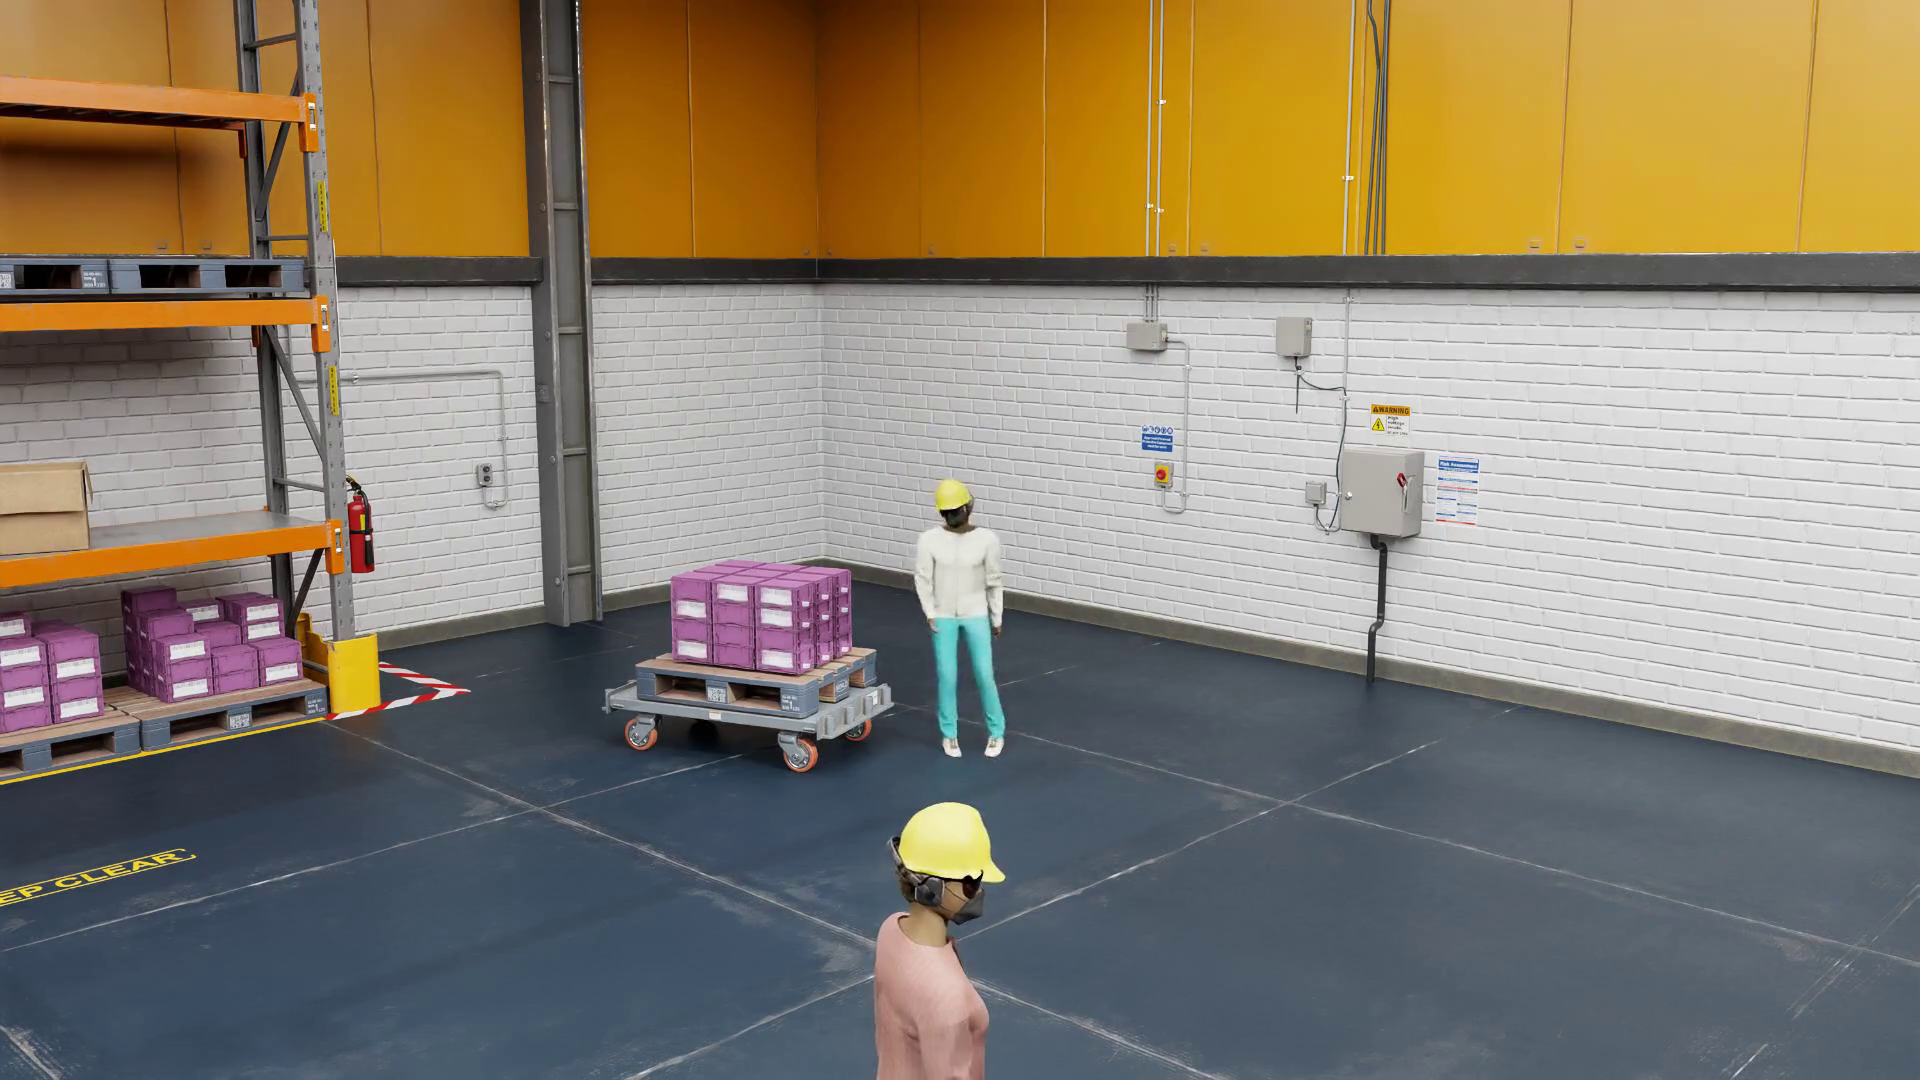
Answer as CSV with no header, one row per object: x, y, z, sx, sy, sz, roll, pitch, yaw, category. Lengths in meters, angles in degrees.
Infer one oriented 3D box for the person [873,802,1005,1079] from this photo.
-0.061,1.501,4.077,0.329,1.763,0.523,-3,10,-17,person

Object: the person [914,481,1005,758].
-0.004,0.499,10.308,0.551,1.732,0.451,0,9,1,person
